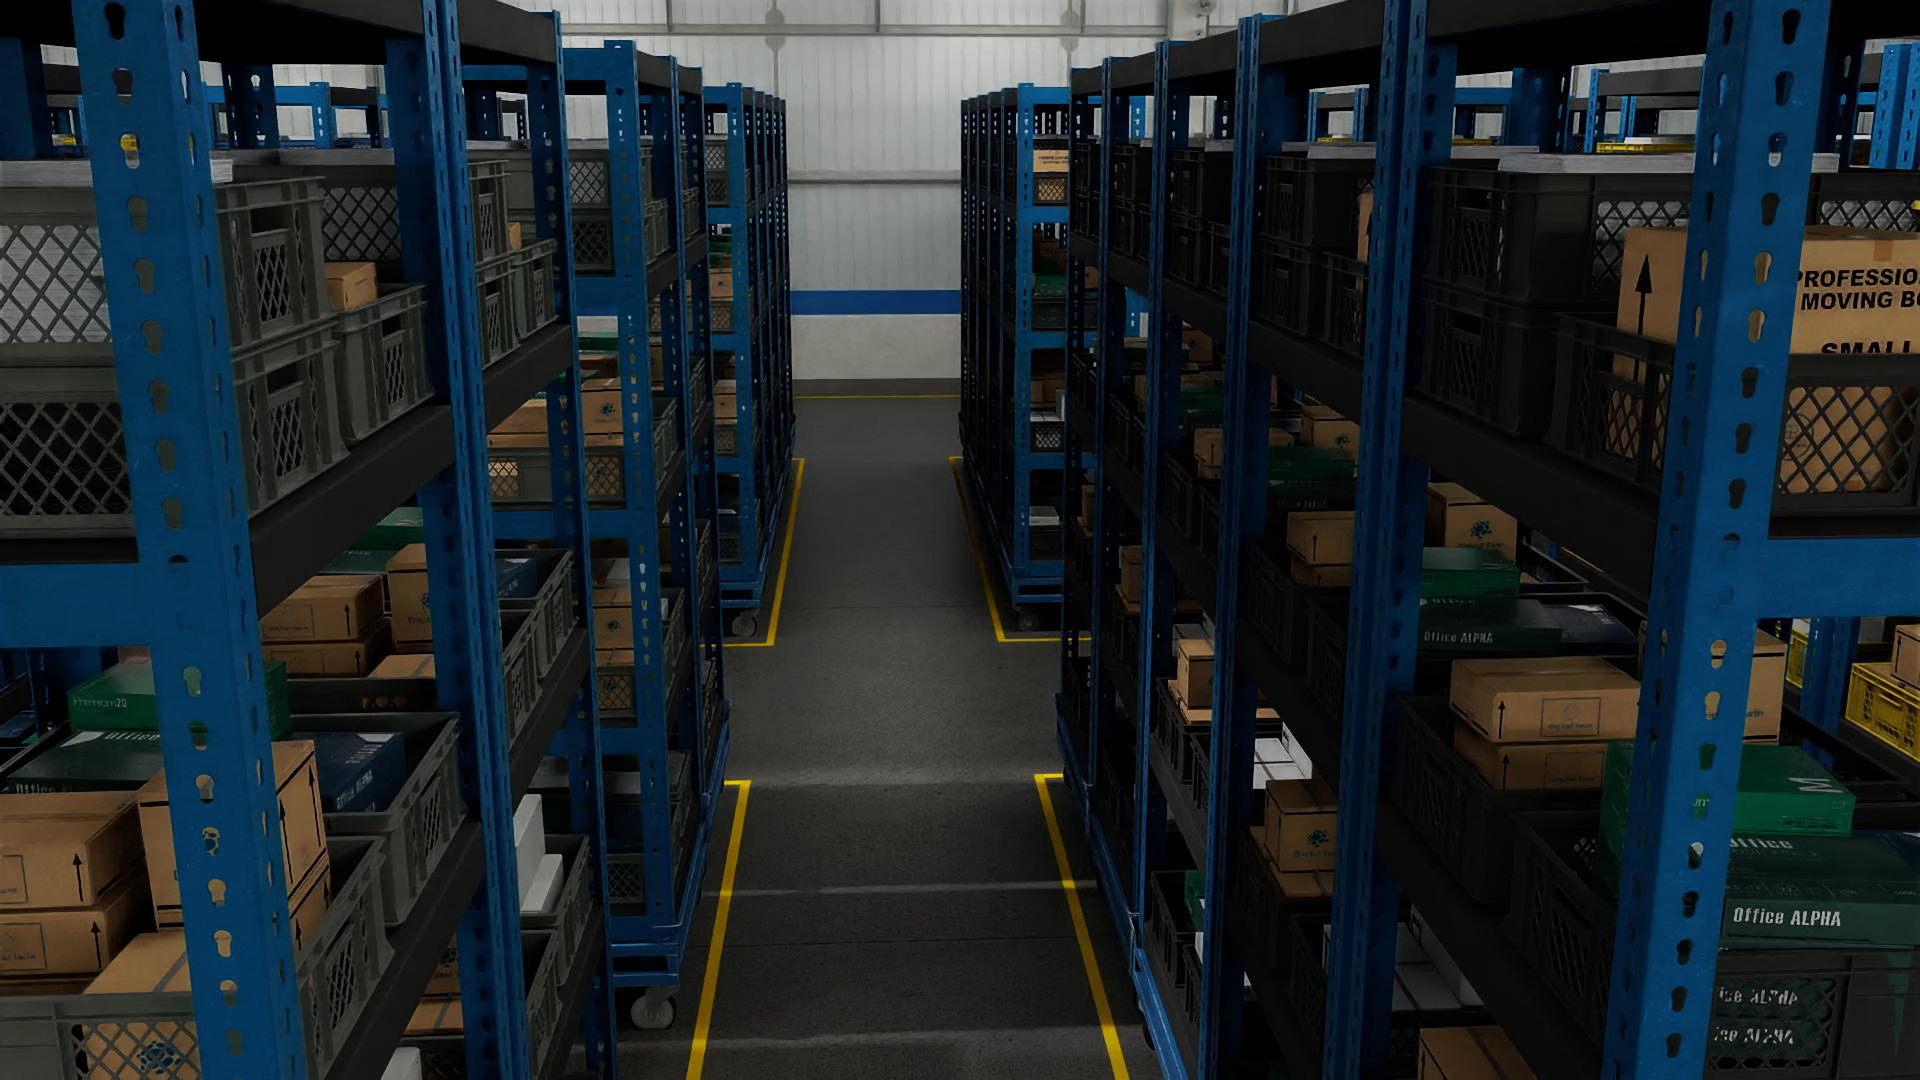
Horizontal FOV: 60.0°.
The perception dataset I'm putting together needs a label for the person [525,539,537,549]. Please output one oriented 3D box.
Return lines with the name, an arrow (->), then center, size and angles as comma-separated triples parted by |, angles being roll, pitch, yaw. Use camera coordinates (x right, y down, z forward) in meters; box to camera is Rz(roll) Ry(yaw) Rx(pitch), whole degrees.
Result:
person -> -2.660, -0.207, 10.475 | 0.392, 1.992, 0.623 | -1, 14, -4
